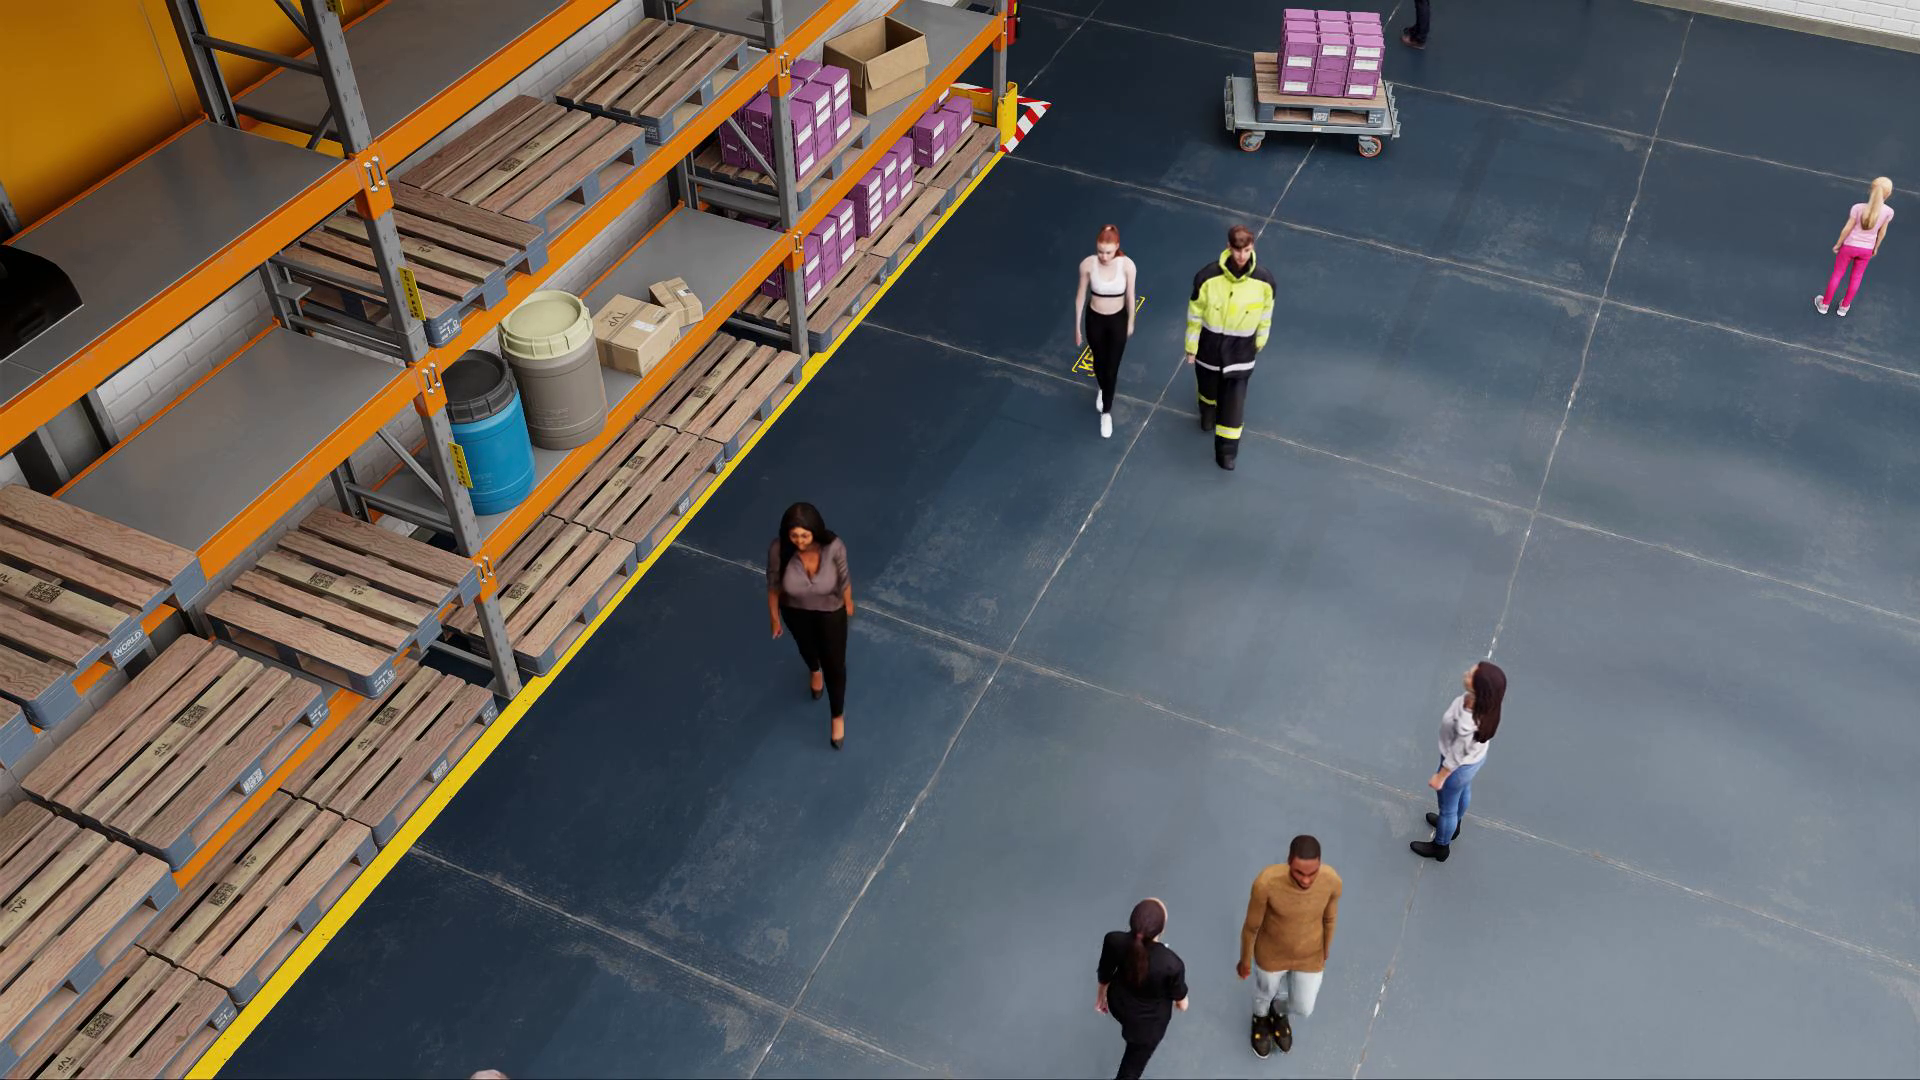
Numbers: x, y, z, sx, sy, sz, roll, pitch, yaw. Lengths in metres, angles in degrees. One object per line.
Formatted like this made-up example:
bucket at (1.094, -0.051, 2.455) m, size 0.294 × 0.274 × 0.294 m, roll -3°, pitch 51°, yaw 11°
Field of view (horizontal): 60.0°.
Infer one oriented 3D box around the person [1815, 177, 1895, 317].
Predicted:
person at (7.483, -2.447, 13.850) m, size 0.508 × 1.275 × 0.530 m, roll 13°, pitch 45°, yaw 13°

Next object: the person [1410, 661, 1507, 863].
person at (2.928, 1.276, 9.681) m, size 0.700 × 1.635 × 0.508 m, roll 26°, pitch 49°, yaw 25°

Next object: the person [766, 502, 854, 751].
person at (-0.922, 0.386, 10.486) m, size 0.921 × 1.814 × 1.072 m, roll -1°, pitch 44°, yaw -1°

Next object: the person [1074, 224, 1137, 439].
person at (1.116, -1.712, 12.750) m, size 0.746 × 1.729 × 0.931 m, roll 6°, pitch 44°, yaw 6°

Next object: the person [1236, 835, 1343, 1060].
person at (1.703, 2.064, 8.731) m, size 0.754 × 1.805 × 0.756 m, roll -1°, pitch 44°, yaw -1°

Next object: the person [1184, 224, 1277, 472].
person at (1.981, -1.542, 12.425) m, size 1.041 × 1.932 × 1.296 m, roll 4°, pitch 44°, yaw 5°

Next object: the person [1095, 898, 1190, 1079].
person at (0.862, 2.459, 8.452) m, size 0.754 × 1.618 × 1.118 m, roll 28°, pitch 50°, yaw 26°
